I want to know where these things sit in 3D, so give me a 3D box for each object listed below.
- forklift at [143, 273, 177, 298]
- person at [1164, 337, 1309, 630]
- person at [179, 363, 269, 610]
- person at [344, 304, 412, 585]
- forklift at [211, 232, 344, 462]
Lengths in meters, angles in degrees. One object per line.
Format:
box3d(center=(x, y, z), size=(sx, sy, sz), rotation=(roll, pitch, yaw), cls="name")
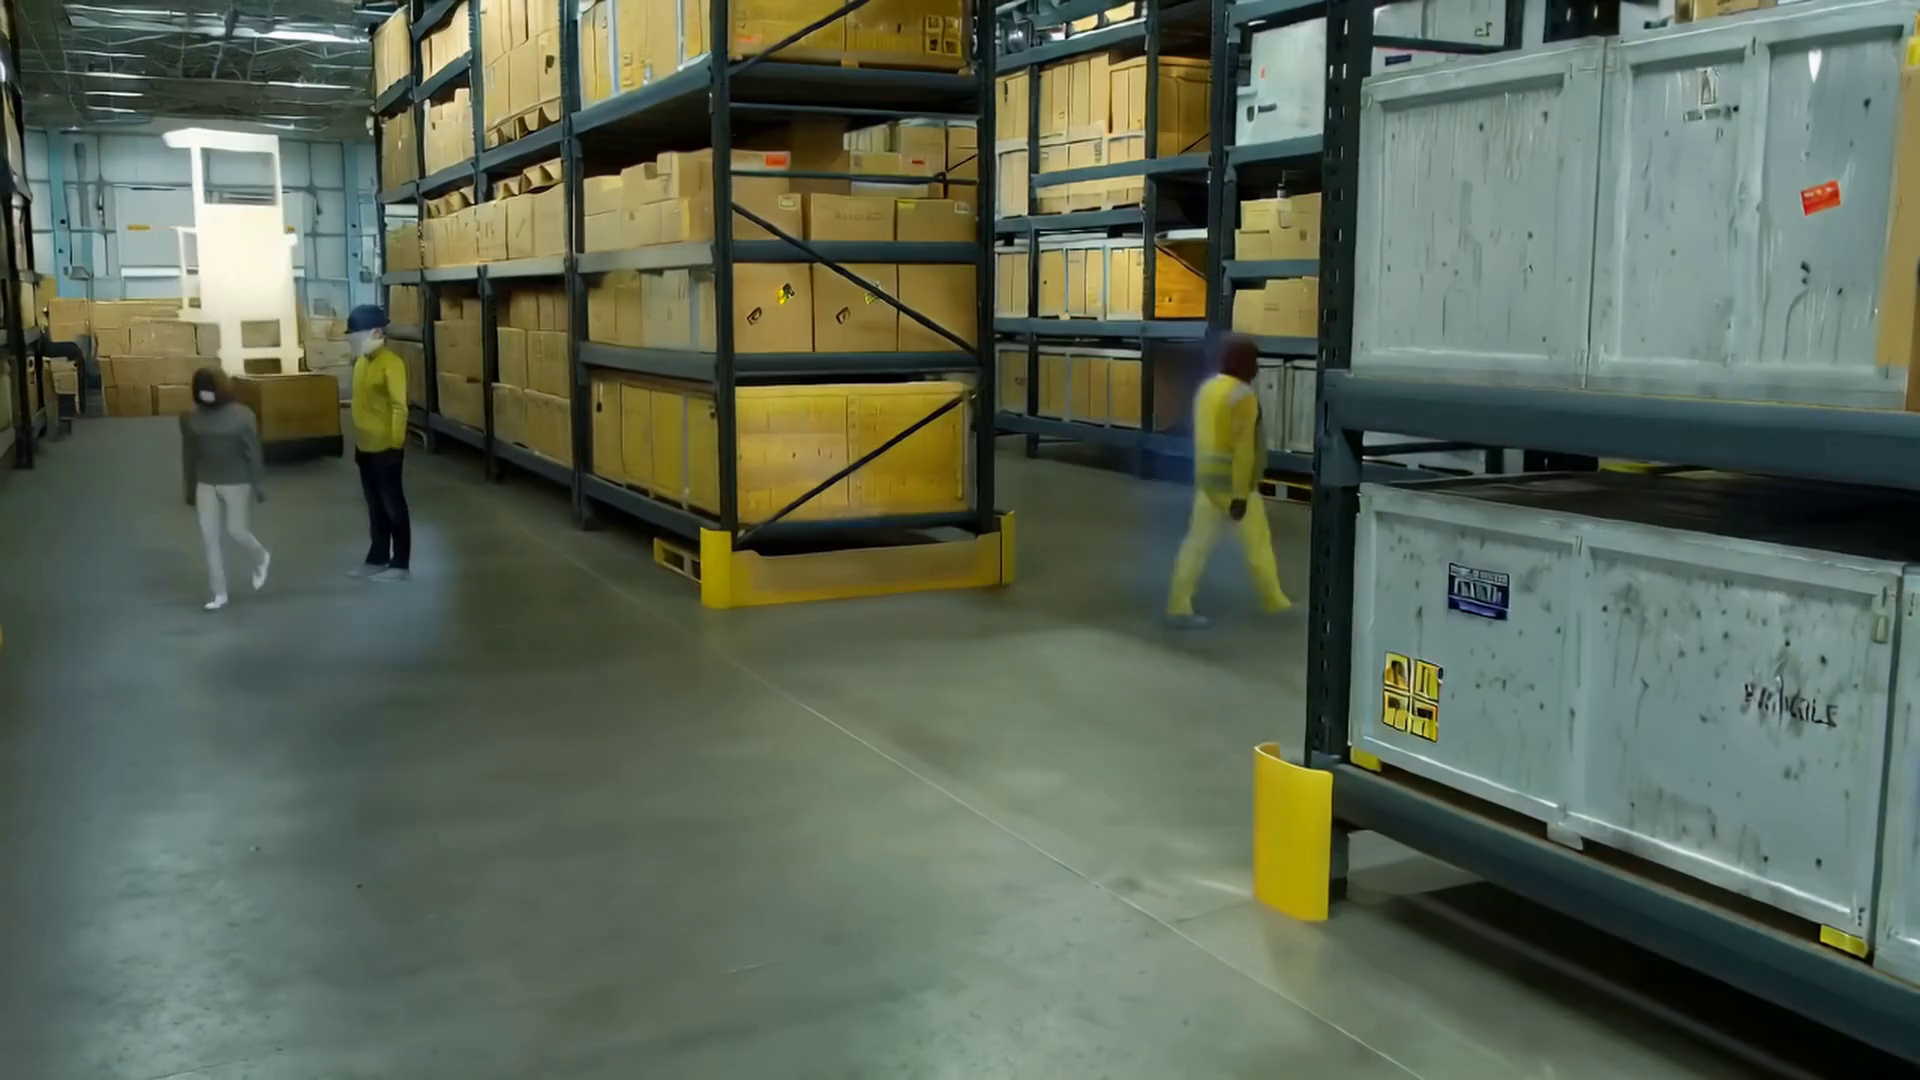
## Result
box3d(center=(-25.232, -7.037, 52.614), size=(1.873, 2.768, 1.129), rotation=(8, 11, 43), cls="forklift")
box3d(center=(1.669, -0.333, 10.119), size=(0.964, 1.791, 0.639), rotation=(-3, 9, -21), cls="person")
box3d(center=(-4.826, -0.369, 10.971), size=(0.516, 1.612, 0.543), rotation=(0, 8, 1), cls="person")
box3d(center=(-4.150, -0.679, 11.835), size=(0.608, 1.988, 0.387), rotation=(8, 11, 43), cls="person")
box3d(center=(-8.648, -2.392, 20.582), size=(1.873, 2.768, 1.129), rotation=(7, 11, 38), cls="forklift")
